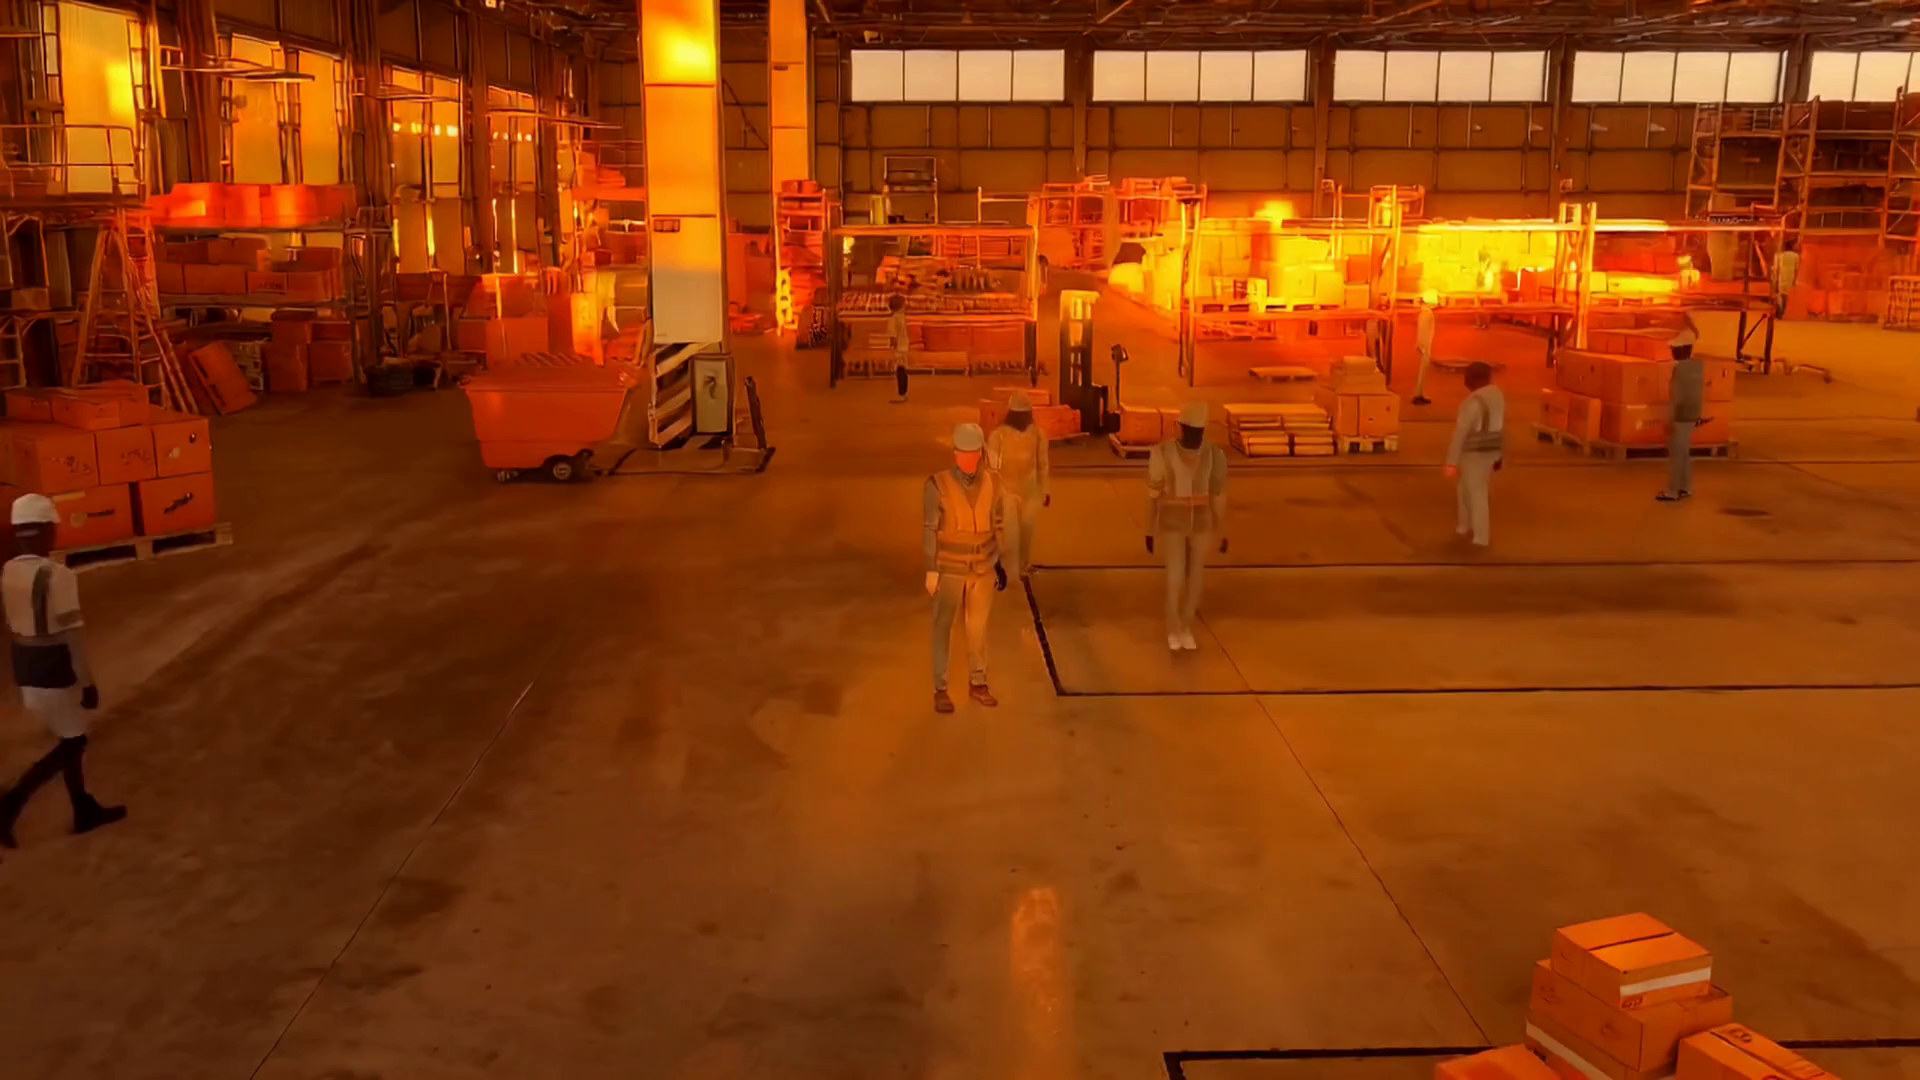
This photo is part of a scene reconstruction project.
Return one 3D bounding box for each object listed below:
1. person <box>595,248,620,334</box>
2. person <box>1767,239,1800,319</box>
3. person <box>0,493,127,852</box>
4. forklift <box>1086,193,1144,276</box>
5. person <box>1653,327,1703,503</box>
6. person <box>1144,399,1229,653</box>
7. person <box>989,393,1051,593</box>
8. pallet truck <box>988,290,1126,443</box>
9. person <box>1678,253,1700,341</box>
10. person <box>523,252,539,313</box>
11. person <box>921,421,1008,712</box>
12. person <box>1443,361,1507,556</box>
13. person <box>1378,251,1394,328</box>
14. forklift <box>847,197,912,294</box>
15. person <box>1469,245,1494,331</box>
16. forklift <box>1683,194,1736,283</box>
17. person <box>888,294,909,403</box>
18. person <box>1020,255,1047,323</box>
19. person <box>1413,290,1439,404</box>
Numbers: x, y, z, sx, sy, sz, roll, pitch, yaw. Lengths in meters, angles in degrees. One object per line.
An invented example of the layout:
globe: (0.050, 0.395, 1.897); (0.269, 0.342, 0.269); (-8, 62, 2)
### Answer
person: (-7.893, -5.534, 36.985); (0.552, 1.879, 1.036); (-8, 15, -32)
person: (20.168, -6.395, 40.758); (0.652, 1.920, 0.885); (4, 13, 18)
person: (-4.873, 0.711, 8.763); (0.549, 1.898, 0.754); (7, 14, 28)
forklift: (5.328, -10.453, 56.915); (1.873, 2.768, 1.129); (0, 12, -2)
person: (7.828, -1.361, 18.061); (0.395, 1.919, 0.614); (8, 15, 32)
person: (1.704, -0.094, 12.347); (0.622, 1.908, 0.534); (-2, 13, -10)
person: (0.519, -0.404, 14.220); (0.524, 1.700, 0.876); (-1, 13, -6)
pallet truck: (1.257, -2.299, 22.111); (1.885, 1.965, 0.823); (-9, 15, -35)
person: (14.892, -4.909, 34.098); (0.400, 1.904, 0.576); (-2, 13, -8)
person: (-10.468, -6.209, 40.607); (0.518, 1.632, 0.311); (12, 17, 42)
person: (0.035, 0.169, 11.080); (0.603, 1.949, 0.389); (-5, 14, -23)
person: (4.757, -0.780, 15.643); (0.665, 1.818, 0.687); (-12, 17, -43)
person: (9.874, -5.803, 38.384); (0.412, 1.806, 0.678); (5, 13, 22)
forklift: (-2.359, -8.634, 48.706); (1.873, 2.768, 1.129); (0, 12, -2)
person: (11.802, -5.667, 37.495); (0.391, 1.920, 0.587); (-2, 13, -9)
forklift: (24.635, -9.811, 54.016); (1.129, 2.768, 1.873); (-10, 16, -39)
person: (-0.958, -2.973, 25.833); (0.318, 1.700, 0.535); (2, 13, 7)
person: (1.726, -6.016, 39.089); (0.646, 1.915, 0.813); (2, 13, 7)
person: (7.221, -2.993, 25.791); (0.324, 1.760, 0.523); (5, 13, 20)
